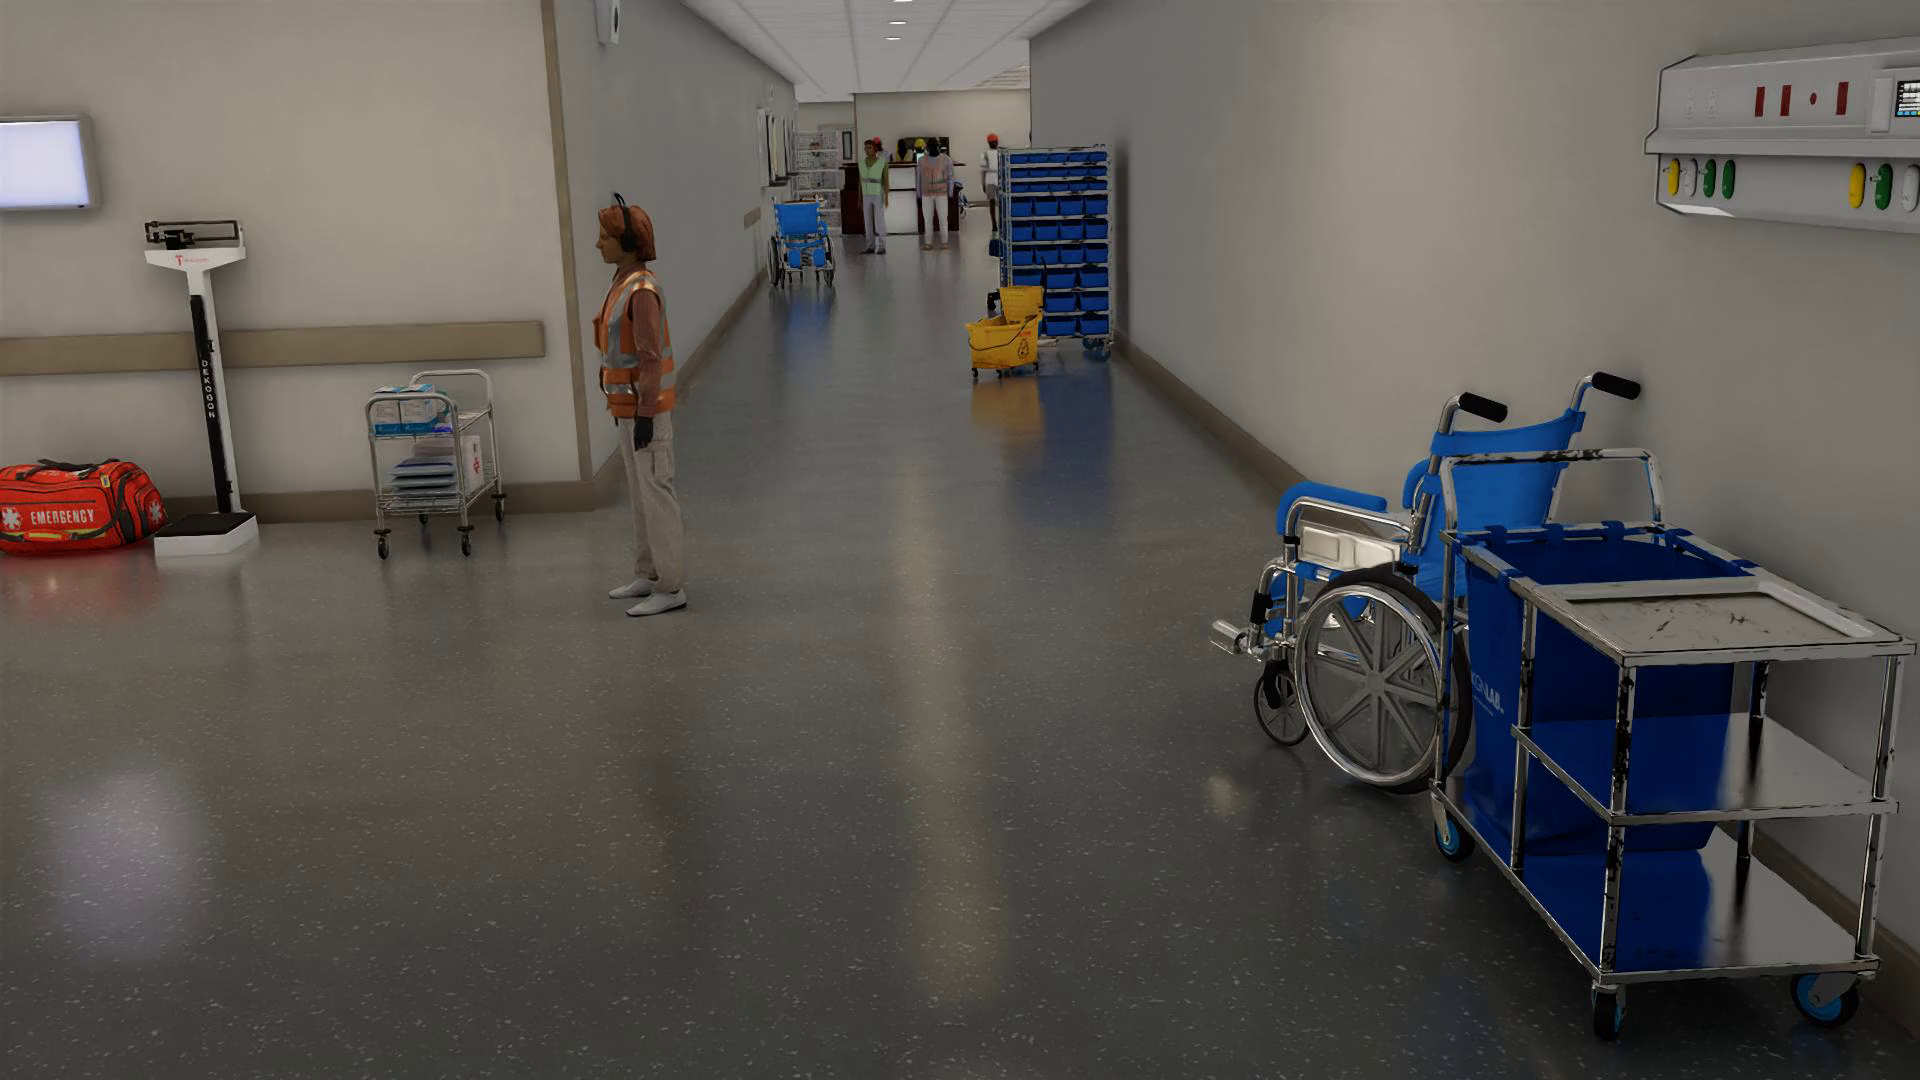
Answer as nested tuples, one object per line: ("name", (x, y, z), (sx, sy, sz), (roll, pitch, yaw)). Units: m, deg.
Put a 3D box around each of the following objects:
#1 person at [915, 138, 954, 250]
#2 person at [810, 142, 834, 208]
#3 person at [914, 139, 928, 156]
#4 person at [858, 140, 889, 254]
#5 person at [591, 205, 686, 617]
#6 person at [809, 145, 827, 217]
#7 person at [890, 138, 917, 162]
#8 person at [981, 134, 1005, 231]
("person", (-0.423, -5.757, 27.746), (0.644, 1.835, 0.439), (0, 14, 9))
("person", (-3.870, -9.966, 45.527), (0.542, 1.794, 0.860), (10, 18, 40))
("person", (-0.880, -8.552, 39.305), (0.403, 1.816, 0.607), (-9, 15, -27))
("person", (-1.405, -5.603, 27.188), (0.569, 1.843, 0.373), (6, 16, 28))
("person", (-1.292, -0.518, 6.706), (0.307, 1.639, 0.514), (-7, 15, -22))
("person", (-3.542, -8.823, 40.910), (0.411, 1.757, 0.575), (-6, 14, -19))
("person", (-1.289, -8.249, 38.060), (0.628, 1.842, 0.429), (-1, 14, 4))
("person", (0.698, -7.078, 32.931), (0.547, 1.874, 1.020), (-1, 14, 2))
